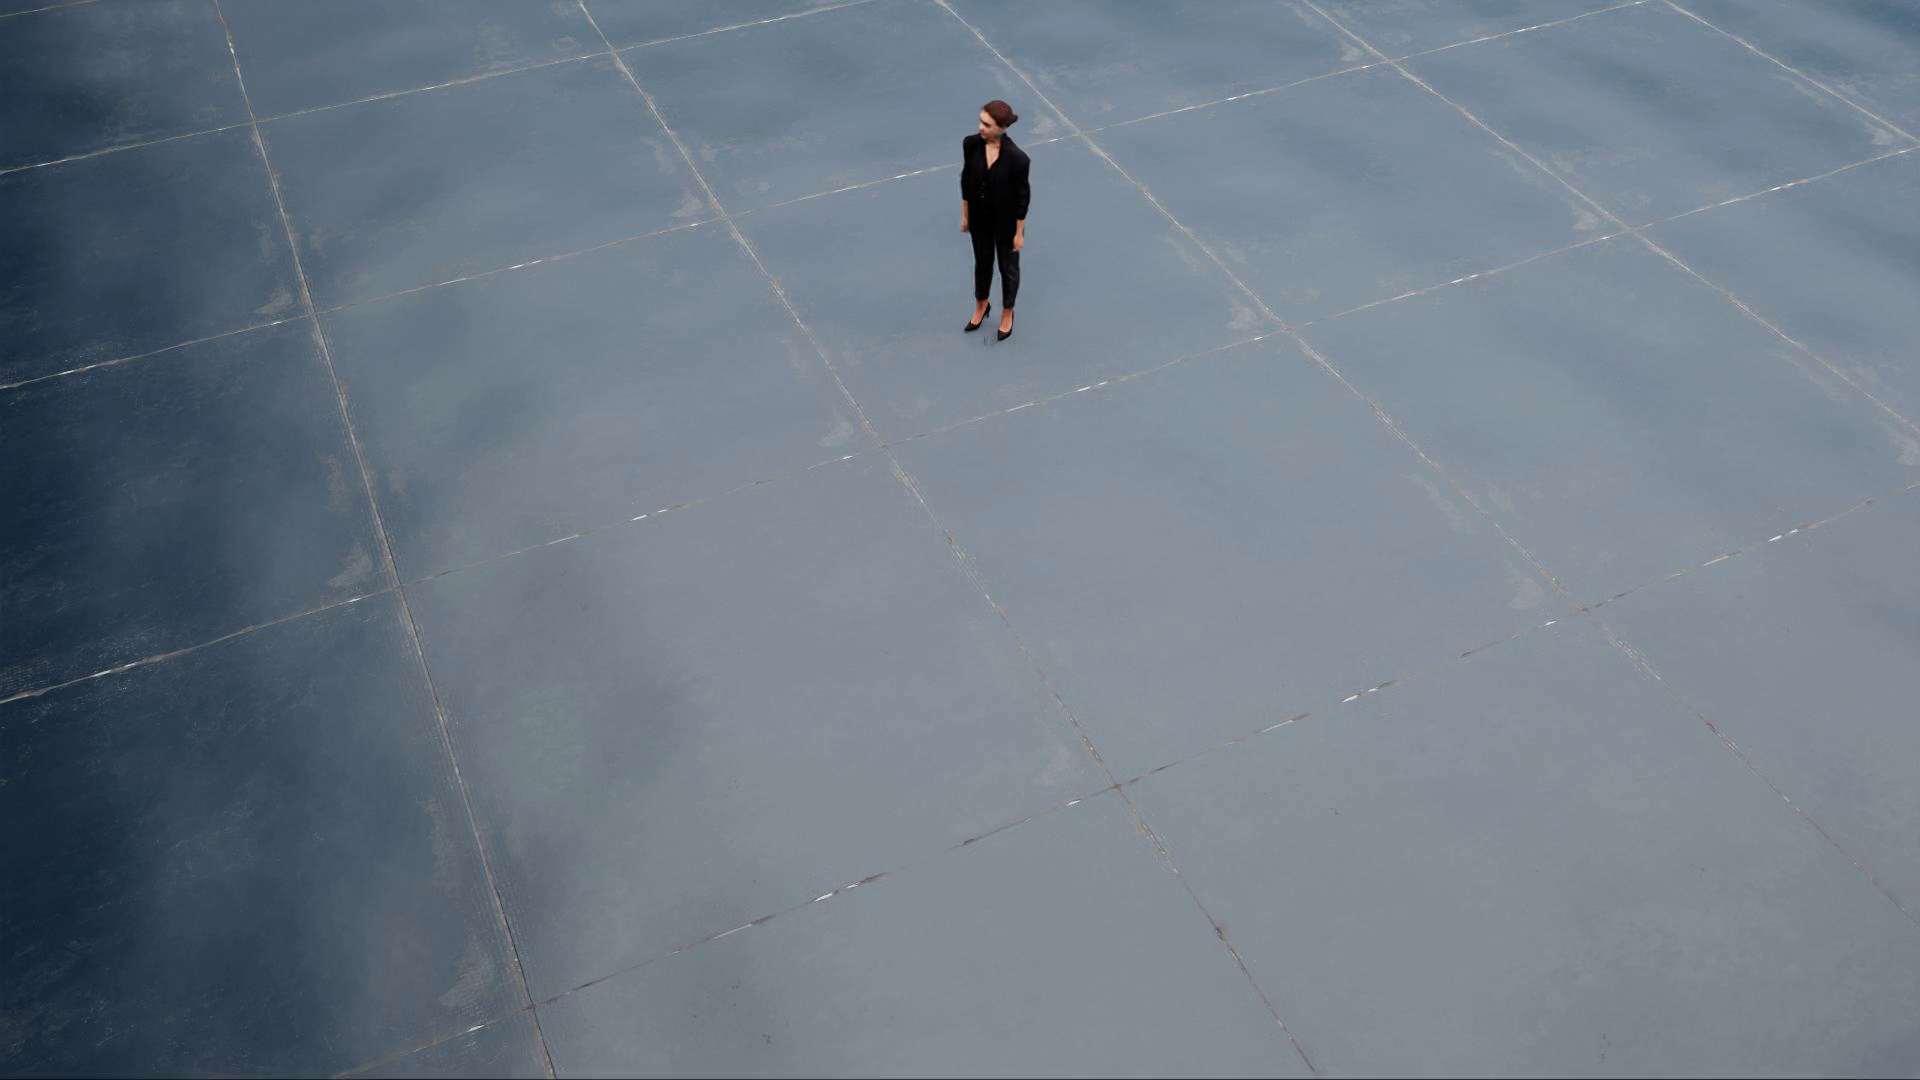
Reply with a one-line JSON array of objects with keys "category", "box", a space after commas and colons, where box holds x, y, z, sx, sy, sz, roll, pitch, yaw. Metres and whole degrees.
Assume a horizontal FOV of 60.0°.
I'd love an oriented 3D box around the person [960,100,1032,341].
[{"category": "person", "box": [0.238, -2.080, 10.770, 0.697, 1.717, 0.794, 22, 47, 22]}]
